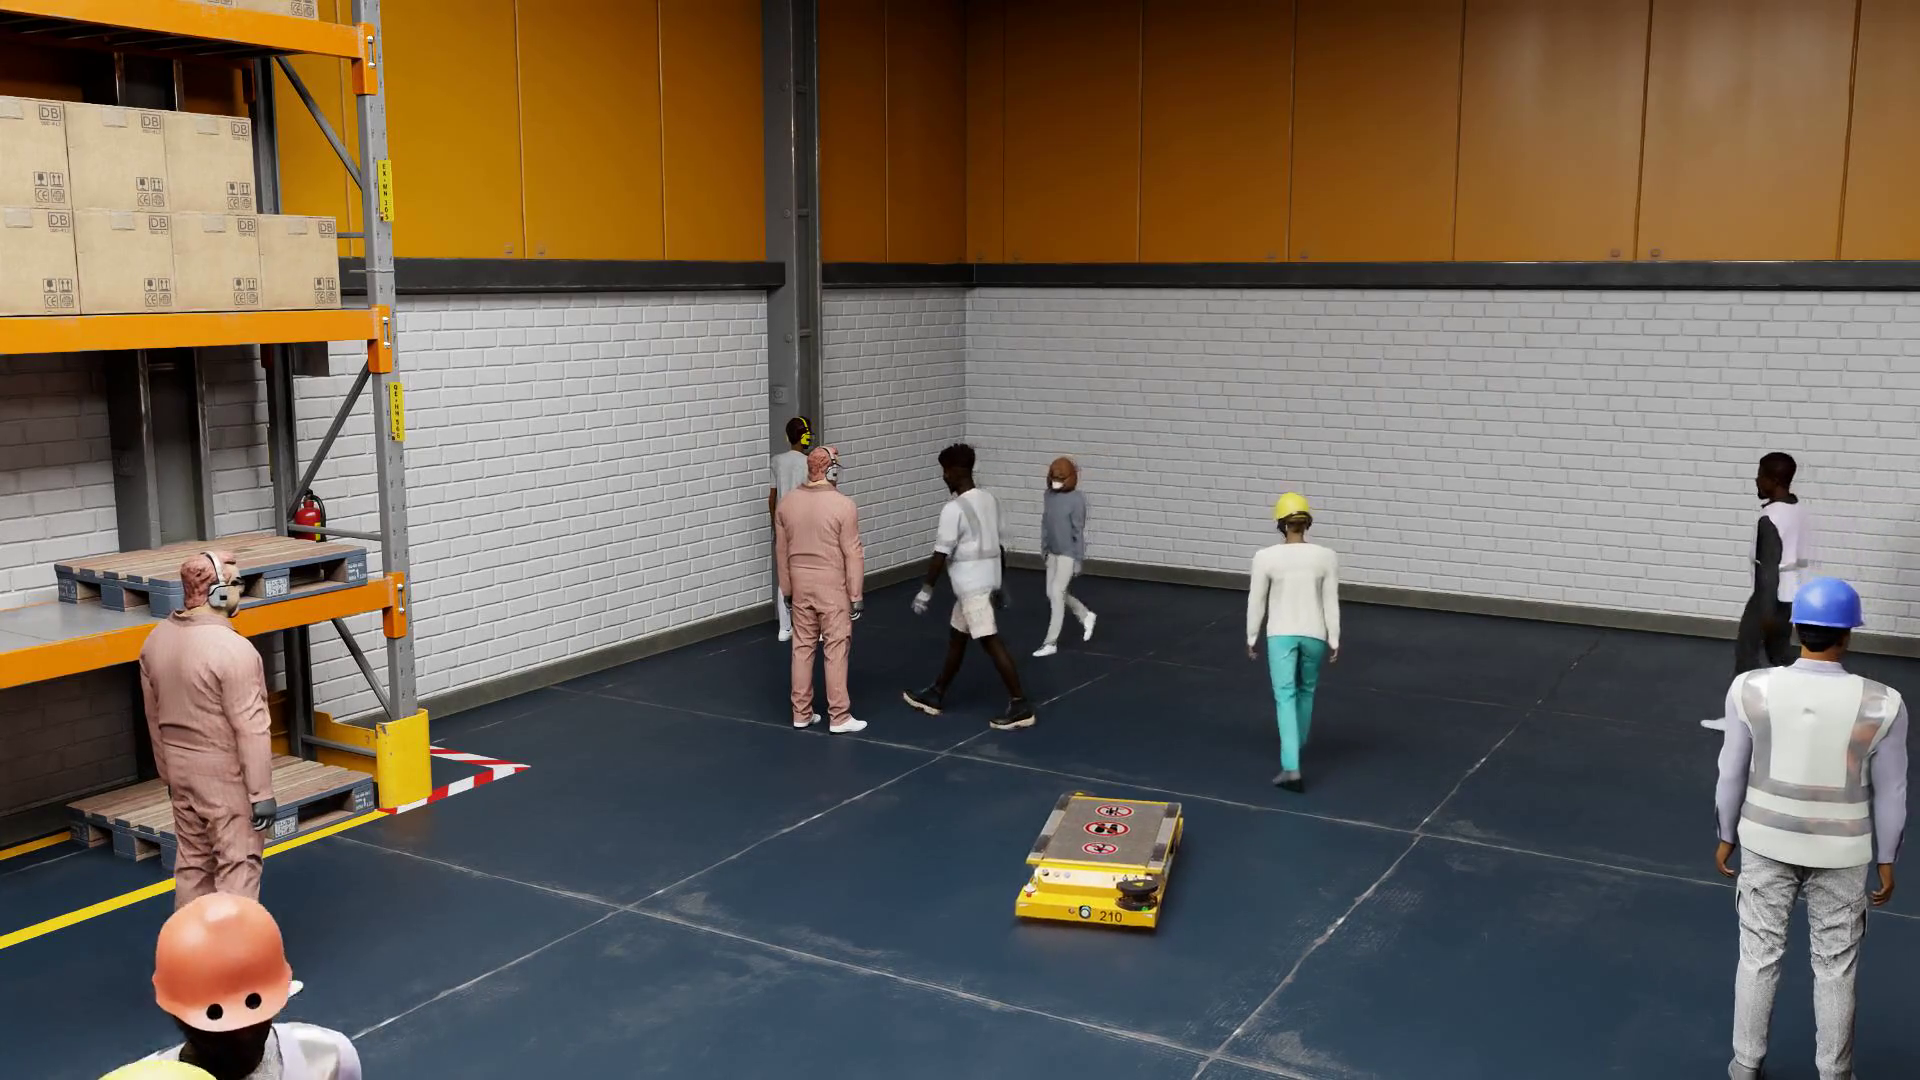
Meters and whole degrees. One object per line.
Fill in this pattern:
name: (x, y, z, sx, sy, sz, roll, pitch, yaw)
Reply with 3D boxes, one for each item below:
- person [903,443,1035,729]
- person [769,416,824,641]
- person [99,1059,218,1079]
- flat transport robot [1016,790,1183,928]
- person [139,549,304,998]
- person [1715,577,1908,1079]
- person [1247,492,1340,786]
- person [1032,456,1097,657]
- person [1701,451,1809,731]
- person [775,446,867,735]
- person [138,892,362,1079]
person: (0.069, 0.310, 11.166, 1.046, 1.903, 0.627, 5, 10, 27)
person: (-1.331, -0.083, 13.678, 0.535, 1.868, 0.309, 5, 11, 30)
person: (-1.213, 1.692, 2.574, 0.598, 1.874, 0.994, 8, 12, 42)
flat transport robot: (0.733, 1.566, 8.351, 0.652, 0.197, 1.431, 2, 9, 13)
person: (-3.054, 0.985, 6.896, 0.652, 1.906, 0.403, 5, 11, 30)
person: (3.076, 1.100, 6.050, 0.615, 1.943, 0.399, 5, 11, 30)
person: (2.011, 0.587, 9.984, 0.546, 1.718, 0.857, 0, 9, 0)
person: (0.866, 0.117, 13.249, 0.632, 1.605, 0.532, -6, 11, -33)
person: (5.318, 0.372, 10.759, 0.598, 1.900, 0.803, -8, 12, -42)
person: (-0.895, 0.328, 10.992, 0.652, 1.906, 0.403, 5, 11, 30)
person: (-1.349, 1.588, 3.174, 0.545, 1.885, 0.950, -6, 11, -35)
